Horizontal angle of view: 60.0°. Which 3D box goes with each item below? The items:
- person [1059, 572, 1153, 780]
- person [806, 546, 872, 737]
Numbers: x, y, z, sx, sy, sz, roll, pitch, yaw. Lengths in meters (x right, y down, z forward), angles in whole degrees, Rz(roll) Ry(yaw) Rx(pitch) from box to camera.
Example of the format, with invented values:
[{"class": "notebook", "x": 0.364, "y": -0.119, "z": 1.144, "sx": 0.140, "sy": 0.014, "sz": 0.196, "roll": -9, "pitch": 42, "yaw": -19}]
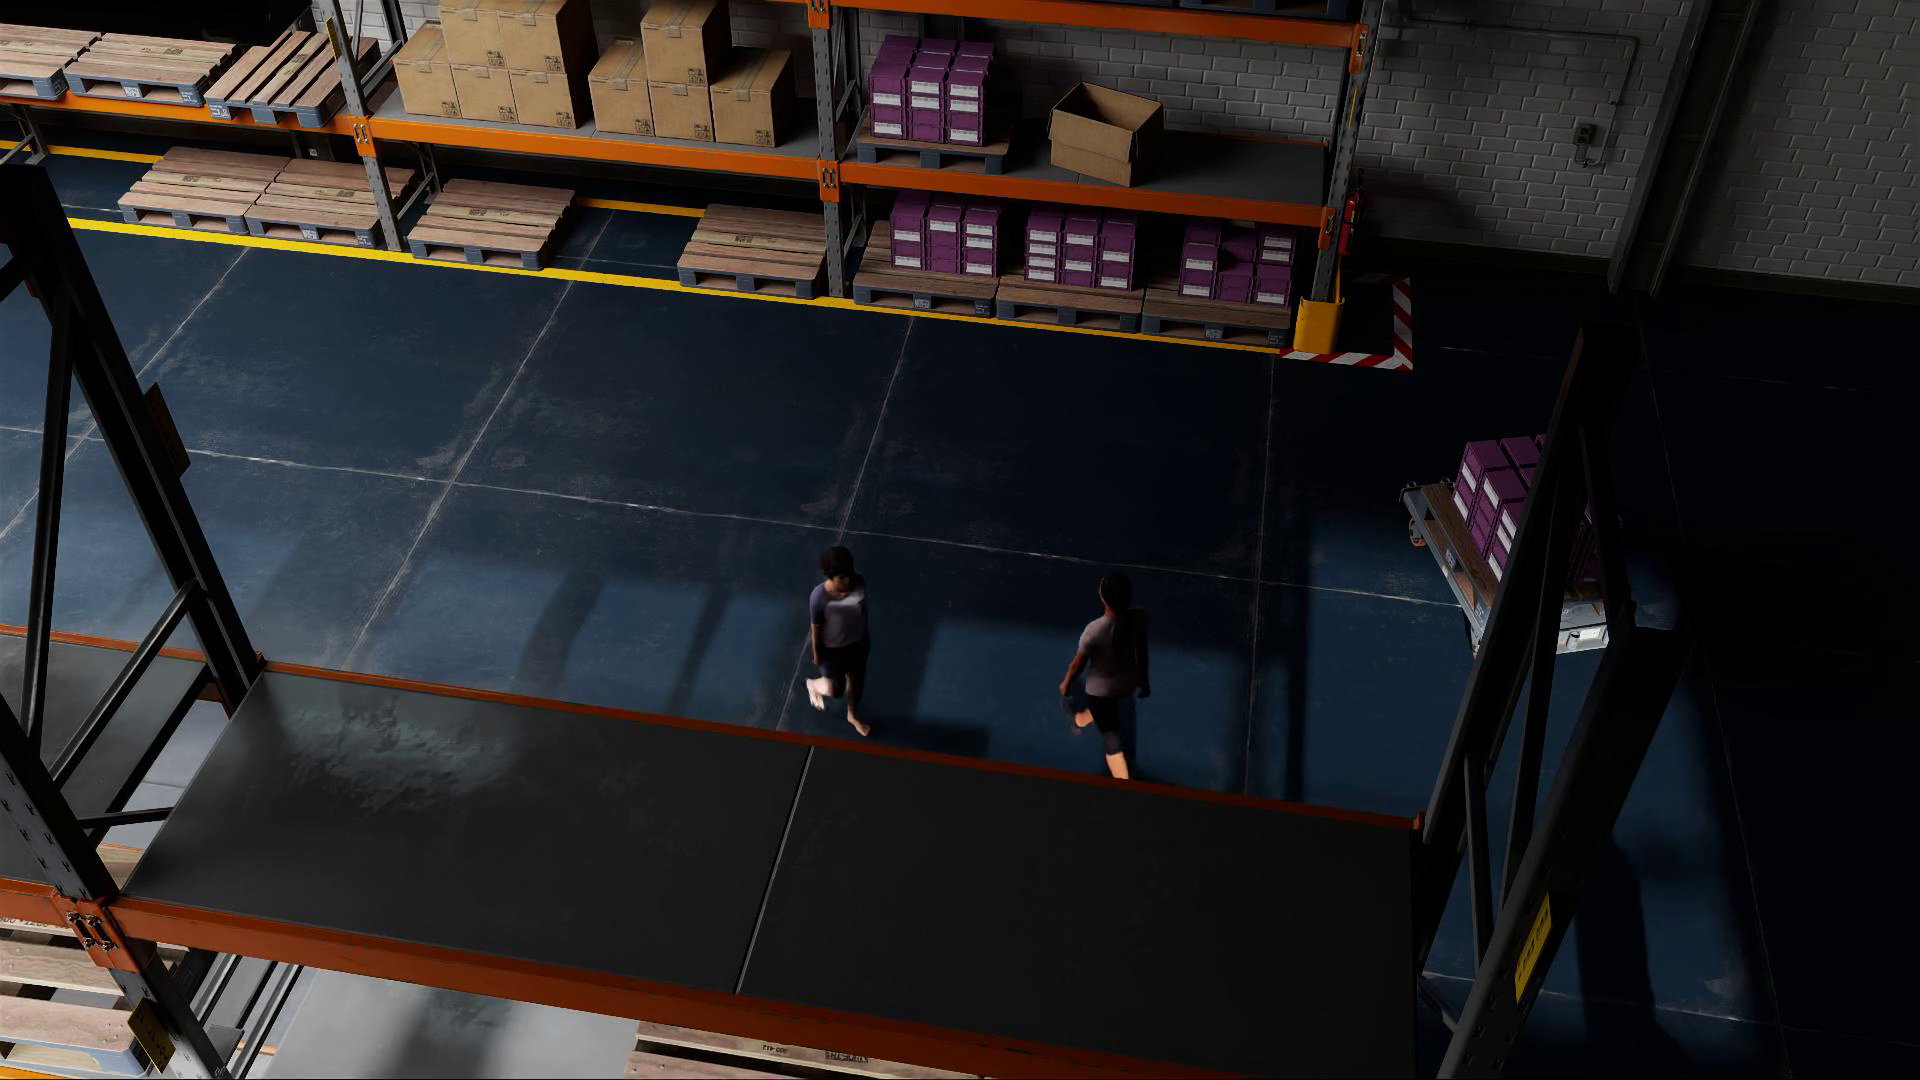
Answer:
[{"class": "person", "x": 0.939, "y": 0.939, "z": 9.784, "sx": 1.129, "sy": 1.700, "sz": 1.161, "roll": -23, "pitch": 48, "yaw": -22}, {"class": "person", "x": -0.770, "y": 0.576, "z": 10.272, "sx": 0.765, "sy": 1.552, "sz": 0.838, "roll": -31, "pitch": 51, "yaw": -28}]
